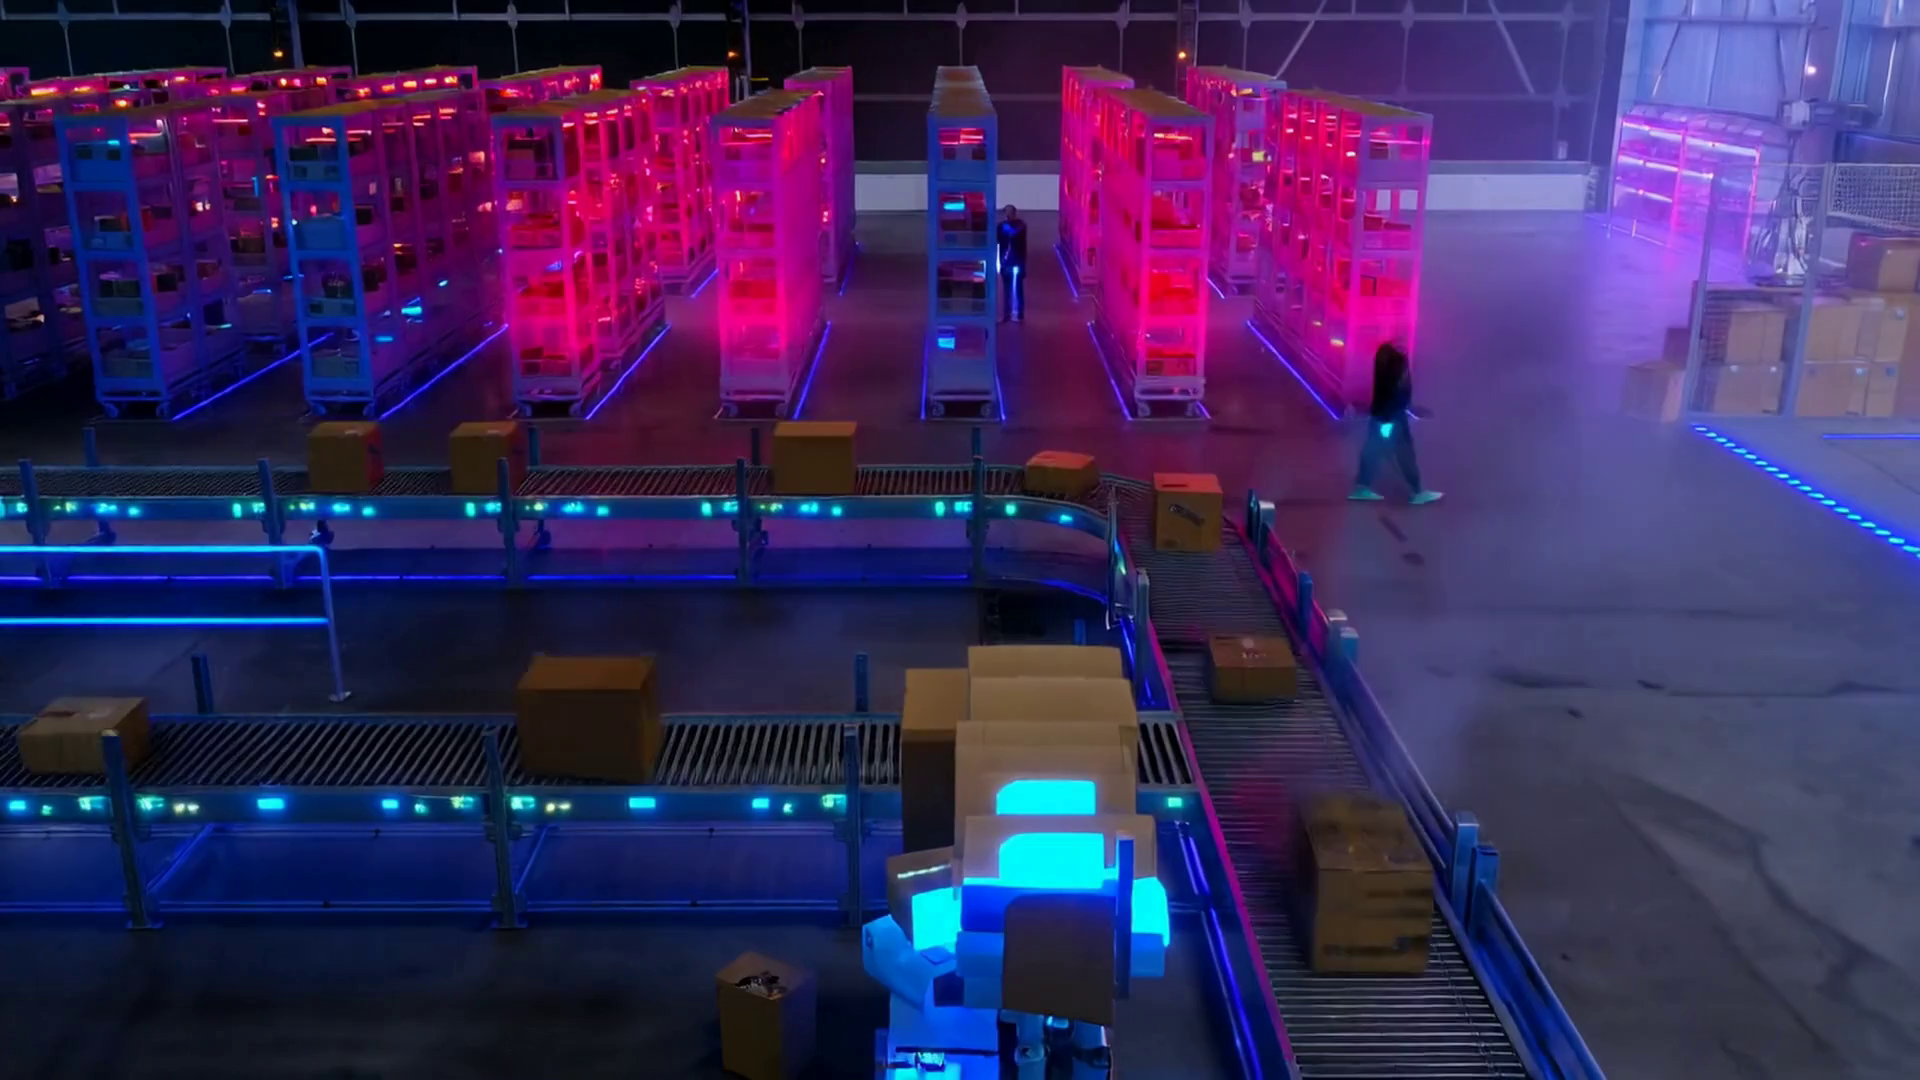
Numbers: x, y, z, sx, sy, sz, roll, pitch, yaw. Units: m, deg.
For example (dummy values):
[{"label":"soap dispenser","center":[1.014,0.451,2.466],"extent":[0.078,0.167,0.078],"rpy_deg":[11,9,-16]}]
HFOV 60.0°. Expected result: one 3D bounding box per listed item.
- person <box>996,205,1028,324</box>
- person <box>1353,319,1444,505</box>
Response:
[{"label":"person","center":[0.795,-4.293,25.904],"extent":[0.575,1.830,0.410],"rpy_deg":[11,21,30]},{"label":"person","center":[4.399,-1.263,16.499],"extent":[0.933,1.864,0.679],"rpy_deg":[1,18,4]}]
